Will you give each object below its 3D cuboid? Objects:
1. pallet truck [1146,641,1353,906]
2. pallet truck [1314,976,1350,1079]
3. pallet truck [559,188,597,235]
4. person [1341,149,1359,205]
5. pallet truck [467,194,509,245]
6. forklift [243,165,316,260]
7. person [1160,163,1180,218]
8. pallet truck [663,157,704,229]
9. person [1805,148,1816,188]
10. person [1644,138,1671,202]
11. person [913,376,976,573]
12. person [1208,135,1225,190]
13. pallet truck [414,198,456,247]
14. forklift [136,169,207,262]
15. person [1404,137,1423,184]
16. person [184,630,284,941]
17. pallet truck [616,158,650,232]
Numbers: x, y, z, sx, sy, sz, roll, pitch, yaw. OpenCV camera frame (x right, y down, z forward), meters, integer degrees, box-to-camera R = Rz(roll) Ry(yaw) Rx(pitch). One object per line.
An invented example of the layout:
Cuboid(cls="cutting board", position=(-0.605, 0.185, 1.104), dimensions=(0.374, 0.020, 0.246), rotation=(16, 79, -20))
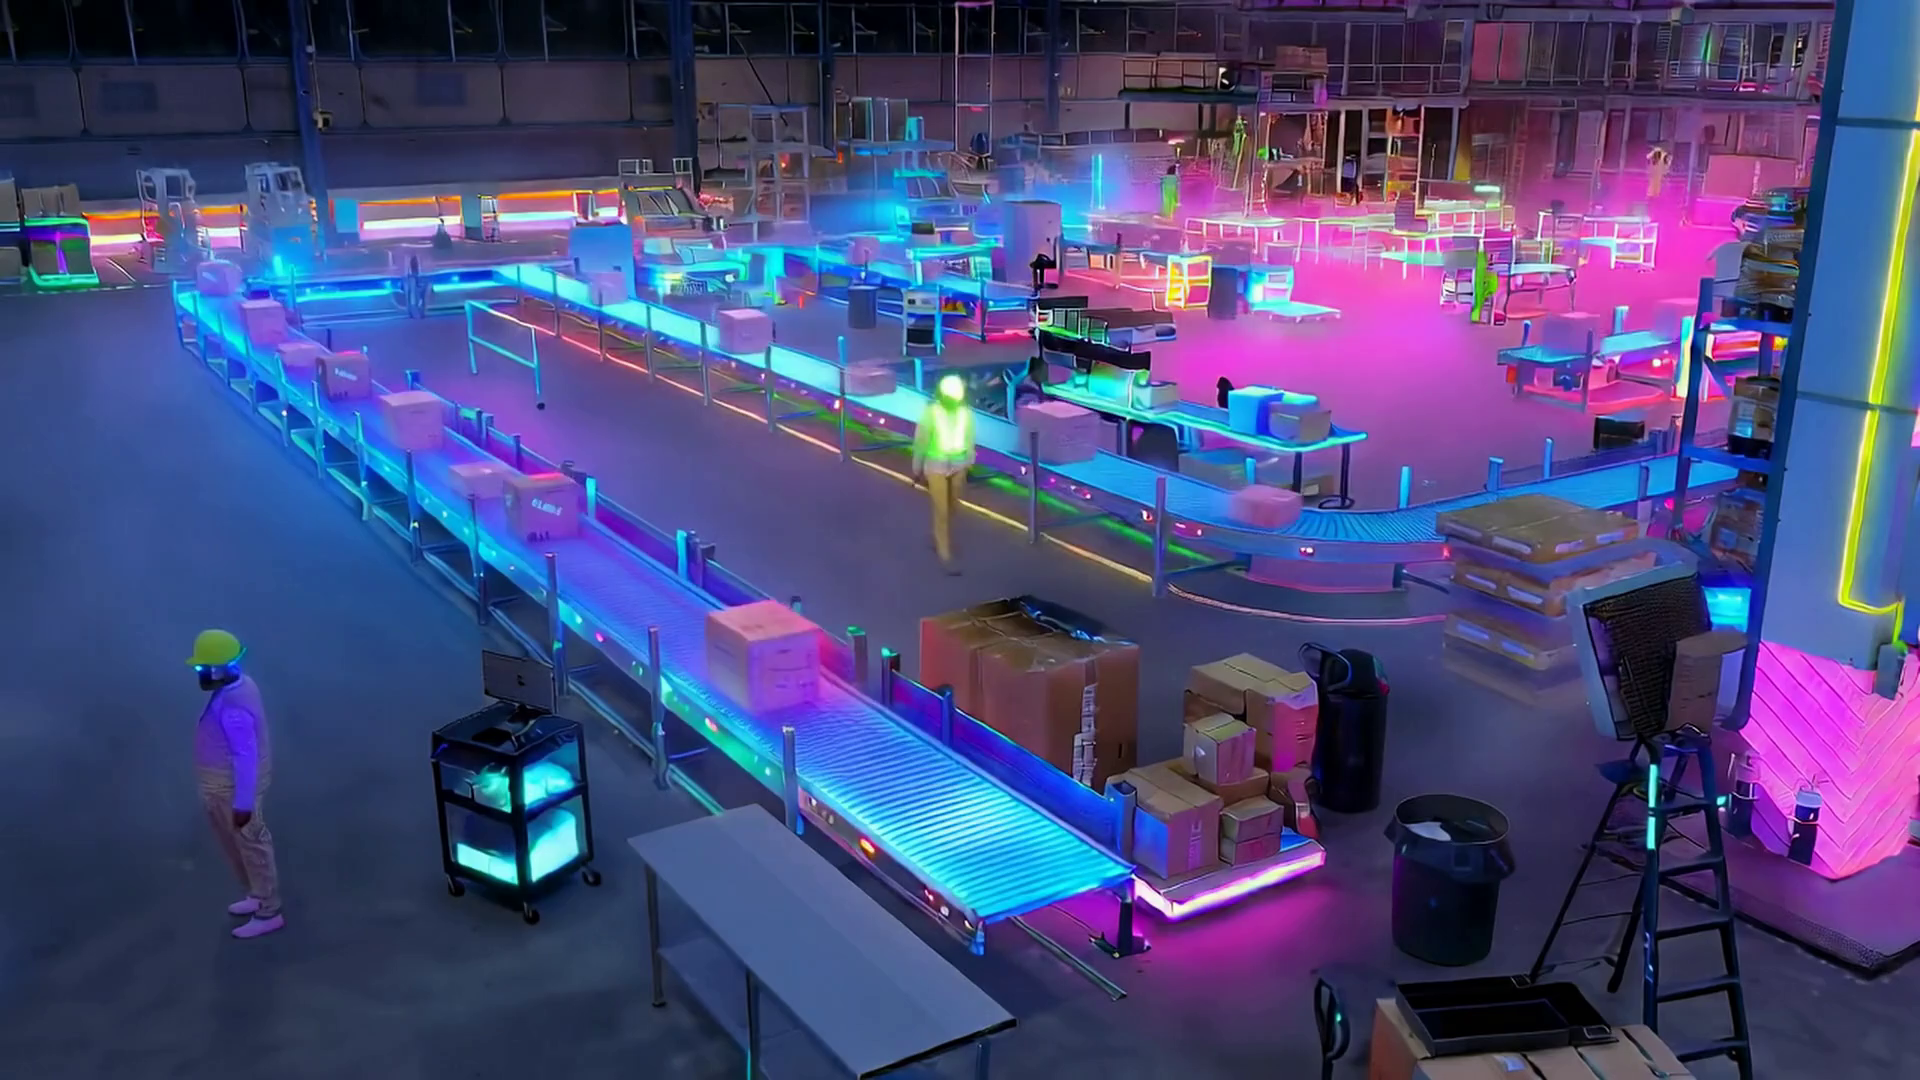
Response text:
Cuboid(cls="pallet truck", position=(1.664, 1.407, 10.232), dimensions=(1.630, 1.274, 0.653), rotation=(-10, 20, -31))
Cuboid(cls="pallet truck", position=(2.299, 2.390, 7.086), dimensions=(1.601, 1.201, 0.680), rotation=(-2, 17, -7))
Cuboid(cls="pallet truck", position=(-10.010, -8.652, 43.699), dimensions=(0.653, 1.274, 1.630), rotation=(-10, 20, -31))
Cuboid(cls="person", position=(11.965, -11.101, 51.072), dimensions=(0.519, 1.761, 0.335), rotation=(8, 18, 24))
Cuboid(cls="pallet truck", position=(-11.983, -8.177, 42.137), dimensions=(0.704, 1.261, 1.522), rotation=(-11, 20, -33))
Cuboid(cls="forklift", position=(-15.898, -7.669, 38.708), dimensions=(1.157, 1.987, 2.680), rotation=(-11, 20, -33))
Cuboid(cls="person", position=(5.553, -9.027, 44.014), dimensions=(0.511, 1.855, 0.448), rotation=(2, 17, 8))
Cuboid(cls="pallet truck", position=(-7.586, -9.308, 44.692), dimensions=(0.823, 1.965, 1.885), rotation=(-11, 20, -33))
Cuboid(cls="person", position=(25.165, -10.596, 49.097), dimensions=(0.543, 1.928, 0.374), rotation=(-13, 21, -37))
Cuboid(cls="person", position=(22.133, -11.773, 52.822), dimensions=(0.746, 2.000, 0.879), rotation=(7, 18, 21))
Cuboid(cls="person", position=(-0.182, -0.698, 16.211), dimensions=(0.649, 1.909, 0.837), rotation=(-8, 19, -26))
Cuboid(cls="person", position=(8.766, -12.904, 56.894), dimensions=(0.598, 1.866, 0.619), rotation=(4, 17, 12))
Cuboid(cls="pallet truck", position=(-13.250, -8.060, 41.856), dimensions=(0.680, 1.201, 1.601), rotation=(-10, 20, -31))
Cuboid(cls="forklift", position=(-17.842, -7.318, 37.559), dimensions=(1.157, 1.987, 2.680), rotation=(-10, 20, -31))
Cuboid(cls="person", position=(16.205, -13.612, 59.199), dimensions=(0.605, 1.880, 0.947), rotation=(-10, 19, -30))
Cuboid(cls="person", position=(-4.101, 1.373, 9.432), dimensions=(0.404, 1.830, 0.599), rotation=(-7, 18, -23))
Cuboid(cls="pallet truck", position=(-8.918, -9.176, 44.255), dimensions=(0.823, 1.965, 1.885), rotation=(-9, 19, -27))
